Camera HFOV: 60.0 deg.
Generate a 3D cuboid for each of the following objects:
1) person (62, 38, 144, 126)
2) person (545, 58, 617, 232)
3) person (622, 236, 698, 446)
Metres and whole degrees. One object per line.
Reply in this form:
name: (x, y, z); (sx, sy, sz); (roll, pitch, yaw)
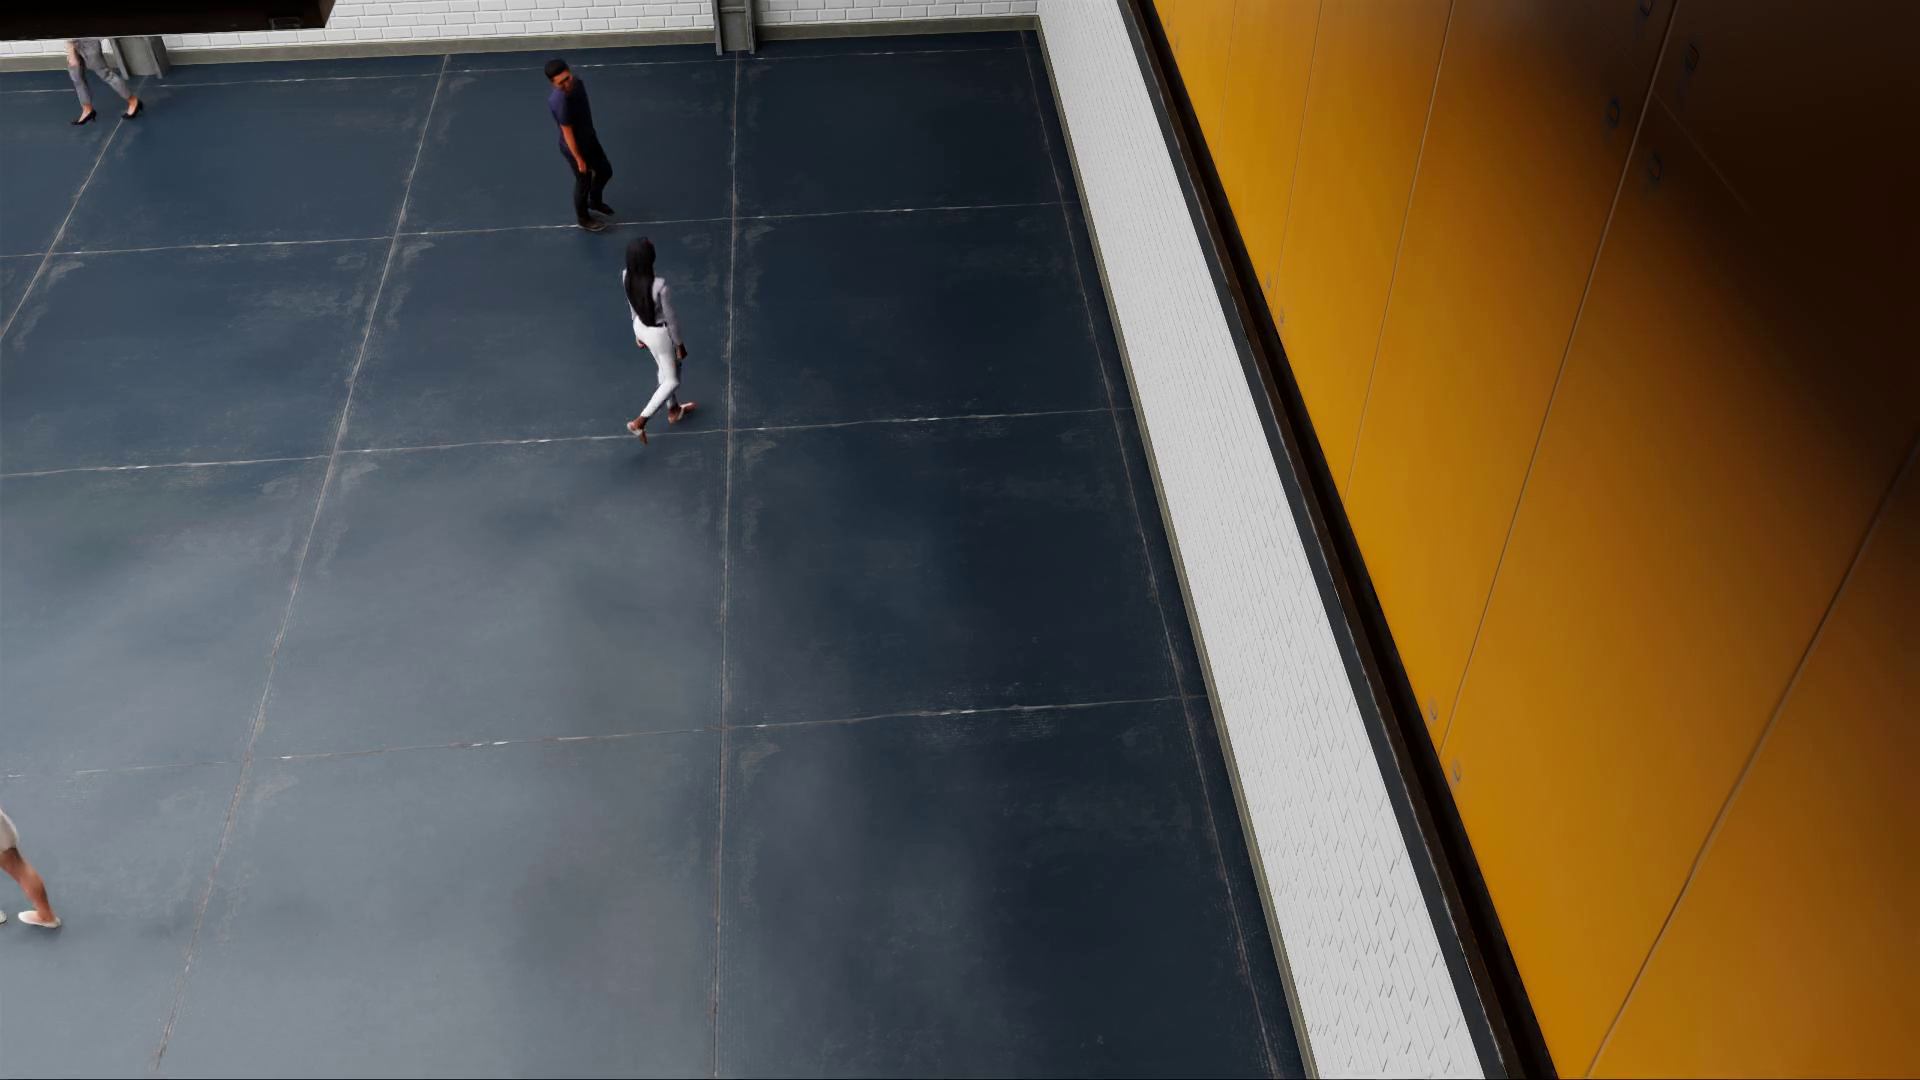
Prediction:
person: (-8.215, -4.698, 15.732); (1.017, 1.631, 0.877); (-20, 47, -19)
person: (-3.283, -3.401, 14.290); (0.752, 1.742, 0.820); (2, 44, 2)
person: (-2.280, -1.441, 12.259); (0.971, 1.706, 1.036); (30, 51, 28)
